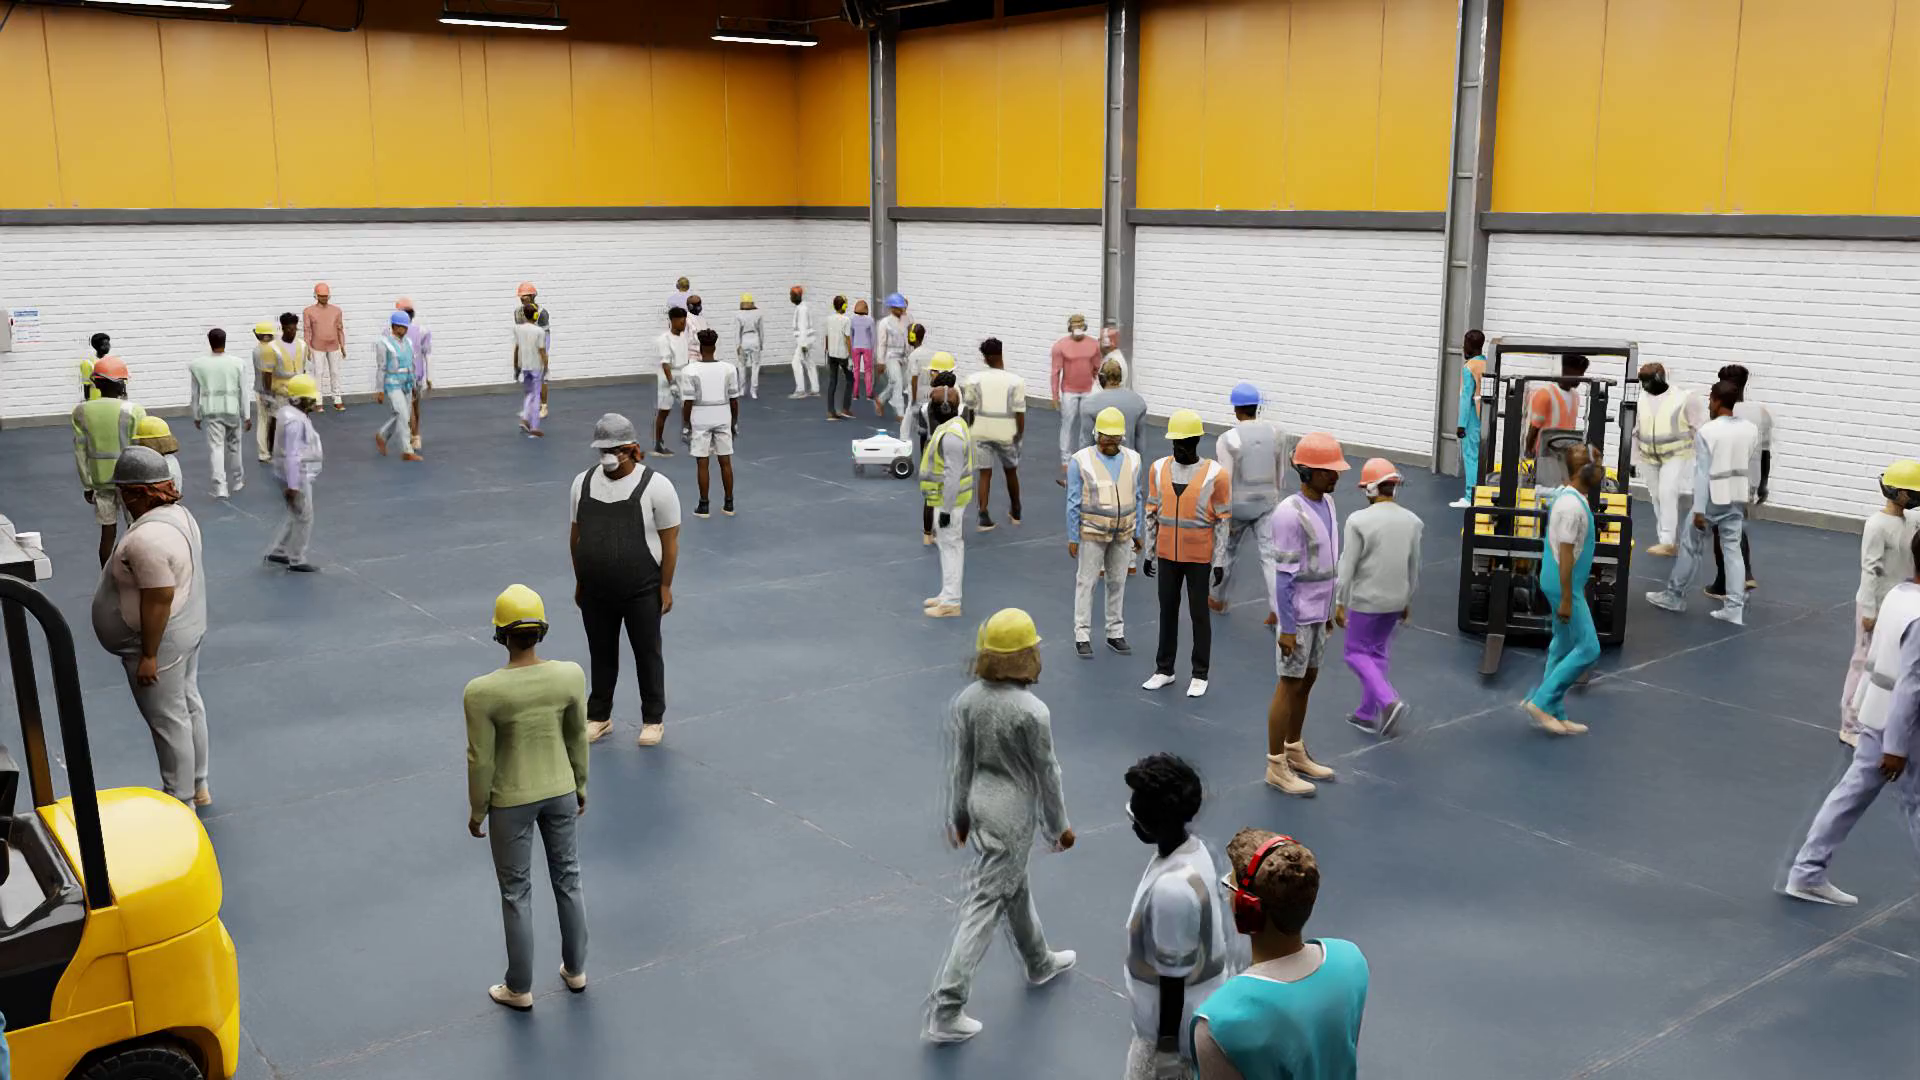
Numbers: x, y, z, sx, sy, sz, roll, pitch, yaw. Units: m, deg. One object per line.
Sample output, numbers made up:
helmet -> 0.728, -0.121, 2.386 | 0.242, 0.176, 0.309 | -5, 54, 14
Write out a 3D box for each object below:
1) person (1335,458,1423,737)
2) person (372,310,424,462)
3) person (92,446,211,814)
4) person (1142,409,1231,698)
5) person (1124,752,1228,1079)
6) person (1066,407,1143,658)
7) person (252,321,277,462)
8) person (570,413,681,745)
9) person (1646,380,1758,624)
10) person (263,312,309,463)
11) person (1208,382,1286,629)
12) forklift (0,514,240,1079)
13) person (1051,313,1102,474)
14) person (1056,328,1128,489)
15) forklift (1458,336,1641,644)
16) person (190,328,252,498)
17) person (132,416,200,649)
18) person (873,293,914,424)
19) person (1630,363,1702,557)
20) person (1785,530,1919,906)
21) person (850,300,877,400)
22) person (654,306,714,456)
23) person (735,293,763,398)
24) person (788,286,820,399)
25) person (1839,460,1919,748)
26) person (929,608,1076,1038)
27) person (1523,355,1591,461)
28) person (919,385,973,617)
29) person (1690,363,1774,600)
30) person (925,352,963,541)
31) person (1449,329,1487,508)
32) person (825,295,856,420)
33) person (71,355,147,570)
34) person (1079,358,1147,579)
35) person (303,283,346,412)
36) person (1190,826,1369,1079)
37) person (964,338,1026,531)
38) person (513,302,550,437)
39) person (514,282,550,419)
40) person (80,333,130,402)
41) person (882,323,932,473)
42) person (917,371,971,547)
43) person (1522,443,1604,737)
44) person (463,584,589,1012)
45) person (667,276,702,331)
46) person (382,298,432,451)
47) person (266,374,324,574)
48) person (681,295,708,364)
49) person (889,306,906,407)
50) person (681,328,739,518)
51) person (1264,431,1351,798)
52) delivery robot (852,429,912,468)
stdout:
person -> 2.592, 0.372, 10.214 | 0.604, 1.717, 0.606 | -5, 13, -24
person -> -7.137, -1.945, 20.952 | 0.824, 1.910, 0.622 | 5, 13, 22
person -> -4.266, 0.509, 8.776 | 0.539, 2.000, 0.688 | -2, 12, -11
person -> 1.494, 0.085, 11.100 | 0.594, 1.926, 0.366 | 7, 14, 31
person -> 0.670, 1.453, 5.065 | 0.421, 1.684, 0.576 | 3, 12, 13
person -> 1.058, -0.056, 12.020 | 0.600, 1.827, 0.403 | -4, 12, -20
person -> -8.715, -1.873, 20.955 | 0.330, 1.765, 0.533 | -2, 12, -7
person -> -2.056, 0.244, 10.059 | 0.681, 2.000, 0.536 | 3, 12, 12
person -> 5.923, -0.319, 13.163 | 0.596, 1.886, 0.873 | -4, 12, -19
person -> -8.422, -1.887, 20.725 | 0.856, 1.906, 0.625 | 9, 15, 36
person -> 2.265, -0.272, 12.923 | 0.620, 1.900, 1.013 | -3, 12, -15
forklift -> -3.687, 1.115, 5.480 | 2.313, 2.155, 1.214 | -9, 15, -36
person -> 1.406, -1.756, 19.969 | 0.641, 1.937, 0.358 | -2, 12, -11
person -> 1.546, -1.399, 18.423 | 0.917, 1.856, 0.631 | 0, 12, 0
forklift -> 4.683, -0.471, 13.136 | 1.214, 2.155, 2.313 | 4, 12, 20
person -> -8.223, -1.419, 18.517 | 0.608, 1.873, 0.995 | -4, 12, -19
person -> -5.798, -0.038, 12.147 | 0.325, 1.740, 0.492 | -4, 12, -20
person -> -0.998, -2.681, 24.488 | 0.838, 1.920, 0.603 | 10, 16, 41
person -> 6.494, -0.741, 15.443 | 0.678, 1.793, 0.702 | -10, 15, -40
person -> 4.375, 0.837, 7.616 | 0.996, 1.862, 0.613 | 4, 12, 18
person -> -1.602, -3.109, 27.237 | 0.499, 1.634, 0.278 | 3, 12, 14
person -> -3.538, -1.994, 21.139 | 0.977, 1.919, 0.615 | 7, 14, 31
person -> -3.520, -3.244, 27.687 | 0.497, 1.718, 0.728 | -3, 12, -15
person -> -2.591, -3.261, 27.462 | 0.600, 1.850, 0.602 | -2, 12, -8
person -> 5.587, 0.392, 10.012 | 0.533, 1.766, 0.317 | -9, 15, -37
person -> 0.175, 1.114, 6.691 | 0.915, 1.699, 0.484 | -9, 15, -38
person -> 5.461, -0.759, 15.192 | 0.661, 1.923, 0.723 | -10, 16, -41
person -> -0.112, -0.313, 13.235 | 0.429, 1.843, 0.626 | 0, 12, 1
person -> 6.357, -0.474, 13.715 | 0.637, 1.951, 0.385 | -2, 12, -10
person -> -0.157, -0.905, 16.106 | 0.404, 1.834, 0.591 | 0, 12, 2
person -> 5.522, -1.292, 17.814 | 0.390, 1.909, 0.585 | 9, 15, 36
person -> -1.783, -2.719, 24.818 | 0.582, 1.848, 0.616 | 8, 14, 34
person -> -6.840, -0.479, 13.544 | 0.615, 2.042, 0.376 | 0, 12, 2
person -> 1.324, -0.618, 14.500 | 0.627, 1.932, 0.373 | -5, 13, -21
person -> -9.809, -2.974, 25.722 | 0.625, 1.990, 0.400 | -9, 15, -37
person -> 0.752, 1.593, 4.013 | 0.570, 1.845, 0.380 | -11, 16, -42
person -> 0.356, -1.065, 16.679 | 0.620, 1.915, 0.783 | 1, 12, 6
person -> -5.917, -2.355, 23.039 | 0.555, 1.859, 0.418 | 4, 12, 19
person -> -6.429, -2.829, 24.891 | 0.616, 2.041, 0.378 | 5, 13, 24
person -> -10.248, -1.662, 20.123 | 0.683, 1.671, 0.552 | 4, 12, 19
person -> -0.509, -1.677, 19.857 | 0.826, 1.835, 0.535 | 7, 14, 30
person -> -0.150, -0.754, 15.735 | 0.539, 1.691, 0.319 | 4, 13, 21
person -> 3.766, 0.319, 10.214 | 0.397, 1.827, 0.518 | 4, 12, 18
person -> -1.769, 1.051, 6.829 | 0.530, 1.768, 0.312 | -9, 15, -38
person -> -4.749, -3.575, 28.745 | 0.627, 1.941, 0.371 | -6, 13, -27
person -> -7.327, -2.197, 21.997 | 0.616, 1.977, 1.074 | -8, 14, -34
person -> -5.819, -0.569, 14.592 | 0.530, 1.793, 0.594 | -5, 13, -24
person -> -3.987, -2.770, 25.099 | 0.429, 1.845, 0.621 | 6, 13, 25
person -> -1.001, -2.933, 26.376 | 0.315, 1.638, 0.522 | -1, 12, -3
person -> -2.594, -1.215, 17.281 | 0.614, 1.963, 0.362 | -6, 13, -25
person -> 1.955, 0.403, 9.285 | 0.391, 2.040, 0.615 | 8, 14, 33
delivery robot -> -0.928, -1.070, 19.767 | 0.707, 0.478, 0.477 | 0, 12, -4
